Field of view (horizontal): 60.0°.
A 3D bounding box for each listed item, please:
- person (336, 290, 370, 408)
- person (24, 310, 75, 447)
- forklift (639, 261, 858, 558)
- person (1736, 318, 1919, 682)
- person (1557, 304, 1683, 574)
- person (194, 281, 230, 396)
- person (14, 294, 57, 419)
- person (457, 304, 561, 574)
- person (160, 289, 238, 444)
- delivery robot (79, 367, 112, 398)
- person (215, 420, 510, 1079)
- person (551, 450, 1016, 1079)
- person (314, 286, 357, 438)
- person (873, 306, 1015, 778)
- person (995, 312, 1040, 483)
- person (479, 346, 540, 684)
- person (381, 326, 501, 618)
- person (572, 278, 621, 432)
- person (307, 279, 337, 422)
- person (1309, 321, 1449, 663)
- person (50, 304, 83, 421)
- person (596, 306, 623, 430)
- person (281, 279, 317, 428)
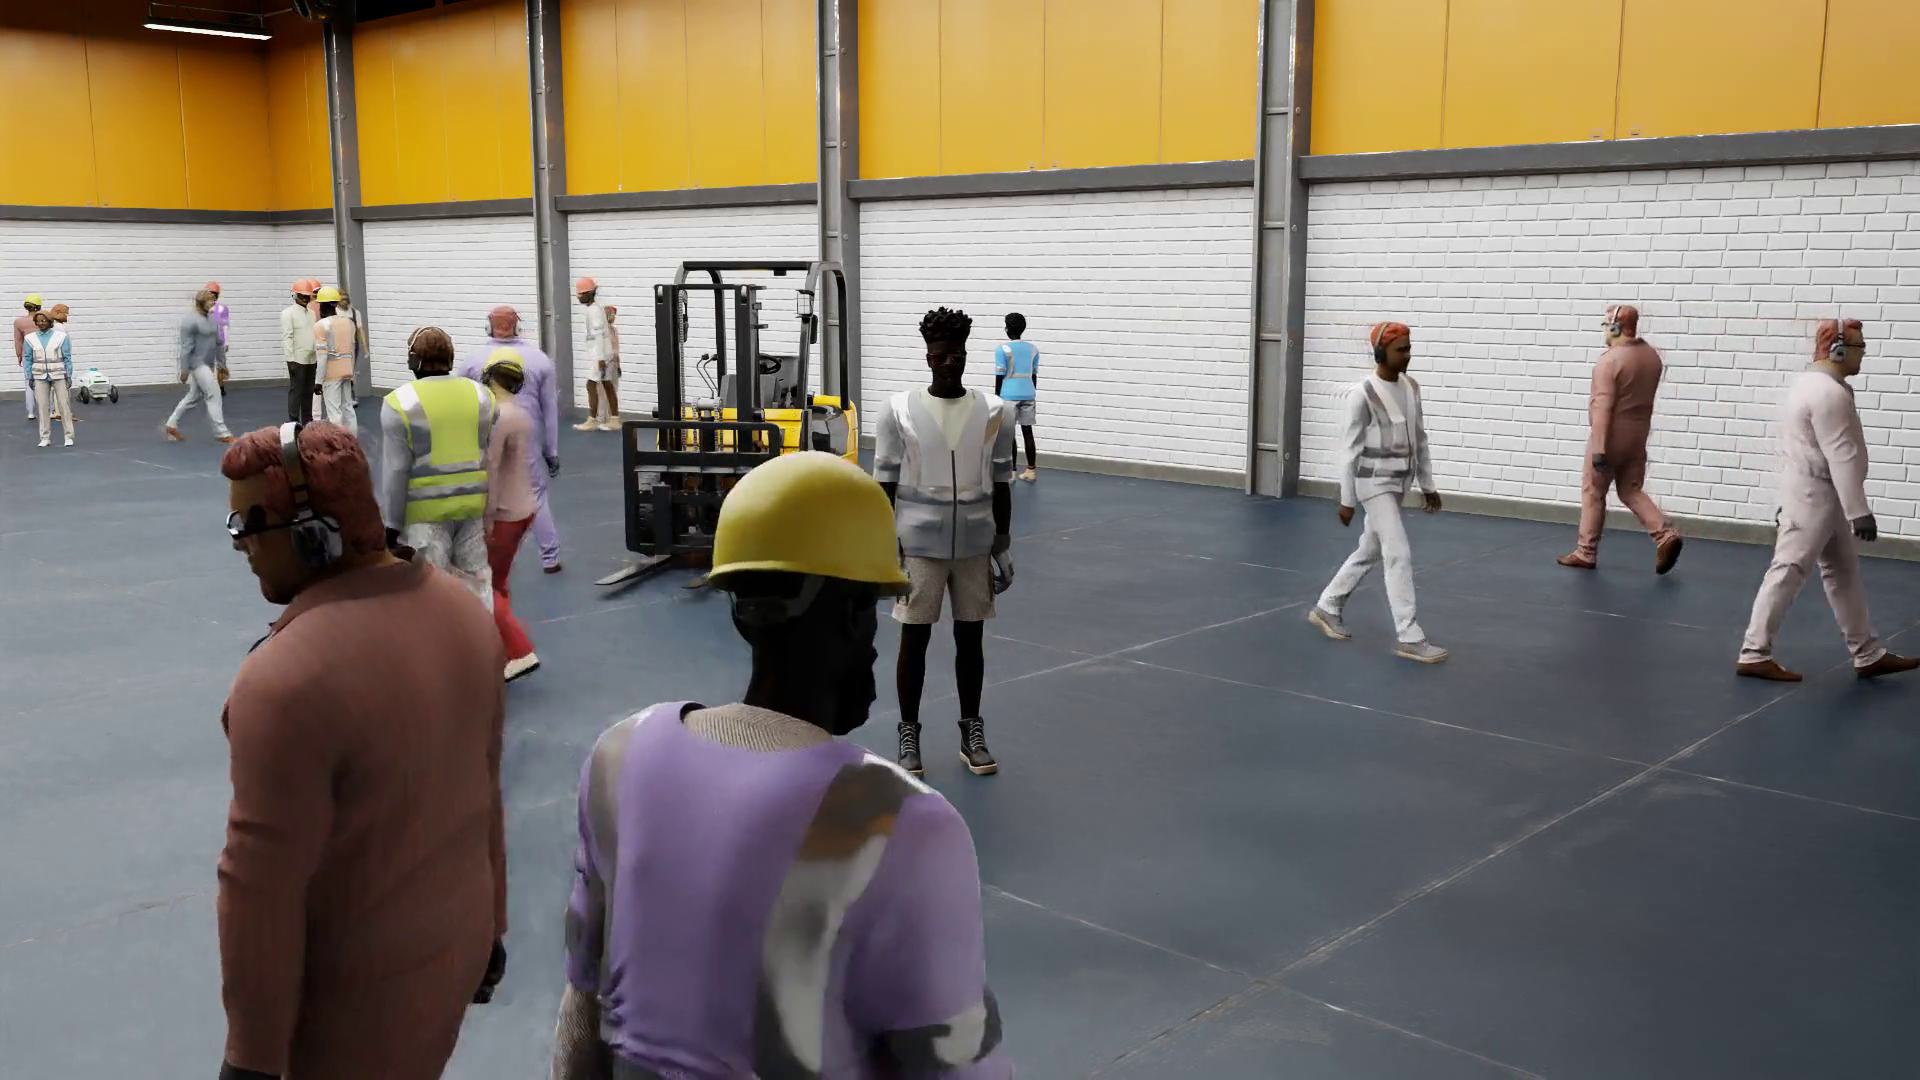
[{"bbox_3d":[-9.434,-2.940,25.599,0.529,1.797,0.966,-7,12,-37],"label":"person"},{"bbox_3d":[-10.867,-1.923,19.863,0.509,1.631,0.310,-2,10,-15],"label":"person"},{"bbox_3d":[-1.552,-1.040,12.721,1.214,2.155,2.313,2,9,11],"label":"forklift"},{"bbox_3d":[4.479,-0.176,8.432,0.946,1.867,0.650,4,10,23],"label":"person"},{"bbox_3d":[4.610,-0.695,11.543,0.648,1.883,0.800,-5,11,-30],"label":"person"},{"bbox_3d":[-12.376,-3.317,27.533,0.558,1.914,0.661,-2,9,-13],"label":"person"},{"bbox_3d":[-13.024,-2.580,23.473,0.533,1.767,0.325,-2,9,-10],"label":"person"},{"bbox_3d":[-3.112,-0.673,11.422,0.663,1.898,0.407,-4,10,-22],"label":"person"},{"bbox_3d":[-9.262,-2.088,20.142,1.000,1.896,0.643,0,9,2],"label":"person"},{"bbox_3d":[-13.715,-2.495,26.365,0.477,0.478,0.707,-7,12,-38],"label":"delivery robot"},{"bbox_3d":[-0.983,0.732,2.834,0.464,1.880,0.651,1,9,9],"label":"person"},{"bbox_3d":[-0.204,0.842,2.095,0.681,1.887,0.679,8,12,39],"label":"person"},{"bbox_3d":[-6.834,-1.794,18.156,0.369,1.928,0.585,3,10,17],"label":"person"},{"bbox_3d":[-0.060,0.014,6.951,0.606,1.966,0.367,-2,10,-13],"label":"person"},{"bbox_3d":[0.561,-1.412,16.534,0.534,1.691,0.320,-7,11,-36],"label":"person"},{"bbox_3d":[-2.371,-0.117,8.483,0.392,1.719,0.549,0,9,0],"label":"person"},{"bbox_3d":[-2.558,-0.124,8.184,0.430,1.845,0.619,9,13,43],"label":"person"},{"bbox_3d":[-4.784,-2.398,21.671,0.718,2.006,0.650,-2,9,-10],"label":"person"},{"bbox_3d":[-8.686,-2.530,22.499,0.407,1.987,0.614,6,11,31],"label":"person"},{"bbox_3d":[2.325,-0.293,9.237,0.576,1.845,0.951,-9,13,-44],"label":"person"},{"bbox_3d":[-12.497,-2.465,23.172,0.278,1.633,0.497,-9,13,-44],"label":"person"},{"bbox_3d":[-4.649,-2.267,21.949,0.313,1.641,0.523,3,10,20],"label":"person"},{"bbox_3d":[-8.168,-2.240,20.710,0.392,1.988,0.609,2,10,13],"label":"person"}]
